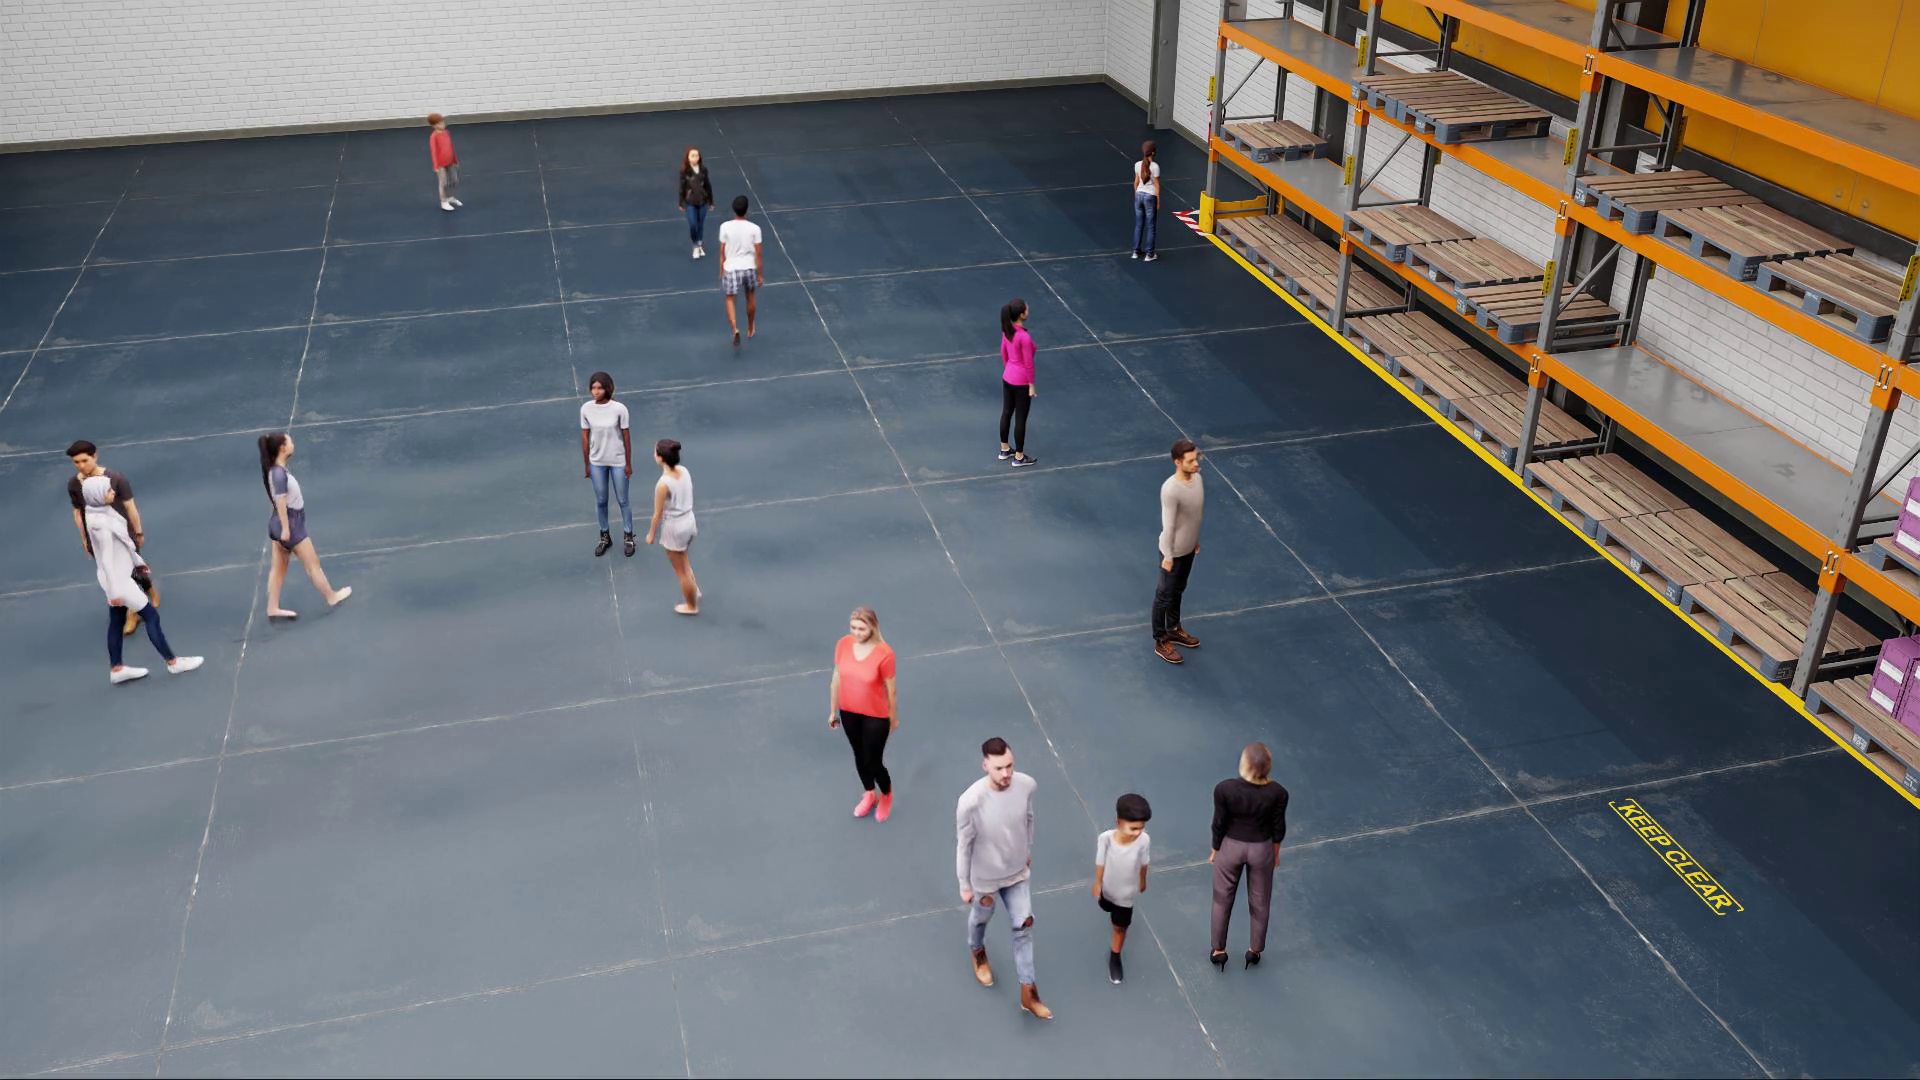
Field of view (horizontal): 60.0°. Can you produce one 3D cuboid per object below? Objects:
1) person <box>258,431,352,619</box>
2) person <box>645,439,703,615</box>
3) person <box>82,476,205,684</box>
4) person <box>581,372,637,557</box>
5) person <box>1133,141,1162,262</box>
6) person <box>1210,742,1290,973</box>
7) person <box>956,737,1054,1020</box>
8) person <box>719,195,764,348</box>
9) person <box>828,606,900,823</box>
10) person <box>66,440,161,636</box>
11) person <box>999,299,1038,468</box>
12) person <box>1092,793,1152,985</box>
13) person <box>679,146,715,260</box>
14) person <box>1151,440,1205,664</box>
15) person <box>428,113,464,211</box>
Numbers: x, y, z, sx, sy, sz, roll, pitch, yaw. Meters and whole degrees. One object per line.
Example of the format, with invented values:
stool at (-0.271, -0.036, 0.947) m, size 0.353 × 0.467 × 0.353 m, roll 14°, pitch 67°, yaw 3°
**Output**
person at (-5.590, -0.066, 13.625) m, size 0.843 × 1.607 × 0.939 m, roll -12°, pitch 31°, yaw -21°
person at (-2.252, -0.078, 13.645) m, size 0.747 × 1.609 × 0.683 m, roll 10°, pitch 30°, yaw 18°
person at (-6.536, 0.336, 12.735) m, size 0.819 × 1.754 × 0.917 m, roll -16°, pitch 32°, yaw -26°
person at (-3.086, -0.673, 14.621) m, size 0.642 × 1.720 × 0.620 m, roll 1°, pitch 29°, yaw 2°
person at (2.437, -4.442, 21.695) m, size 0.618 × 1.562 × 0.691 m, roll 20°, pitch 34°, yaw 32°
person at (1.705, 1.900, 9.950) m, size 0.665 × 1.675 × 0.650 m, roll 2°, pitch 29°, yaw 4°
person at (0.178, 1.892, 9.825) m, size 0.785 × 1.809 × 1.042 m, roll -12°, pitch 31°, yaw -21°
person at (-2.521, -3.045, 18.982) m, size 0.718 × 1.708 × 0.950 m, roll -4°, pitch 29°, yaw -7°
person at (-0.596, 1.140, 11.338) m, size 0.719 × 1.681 × 0.778 m, roll 15°, pitch 32°, yaw 26°
person at (-6.902, -0.078, 13.550) m, size 0.648 × 1.702 × 0.790 m, roll -5°, pitch 29°, yaw -9°
person at (0.551, -1.553, 16.255) m, size 0.725 × 1.699 × 0.615 m, roll -18°, pitch 34°, yaw -30°
person at (0.974, 2.034, 10.165) m, size 0.701 × 1.235 × 0.918 m, roll 5°, pitch 29°, yaw 9°
person at (-3.486, -4.451, 21.802) m, size 0.636 × 1.475 × 0.633 m, roll -13°, pitch 31°, yaw -23°
person at (1.716, 0.058, 13.127) m, size 0.782 × 1.868 × 0.742 m, roll 19°, pitch 34°, yaw 31°
person at (-7.322, -5.354, 23.541) m, size 0.754 × 1.396 × 0.686 m, roll 8°, pitch 30°, yaw 15°
